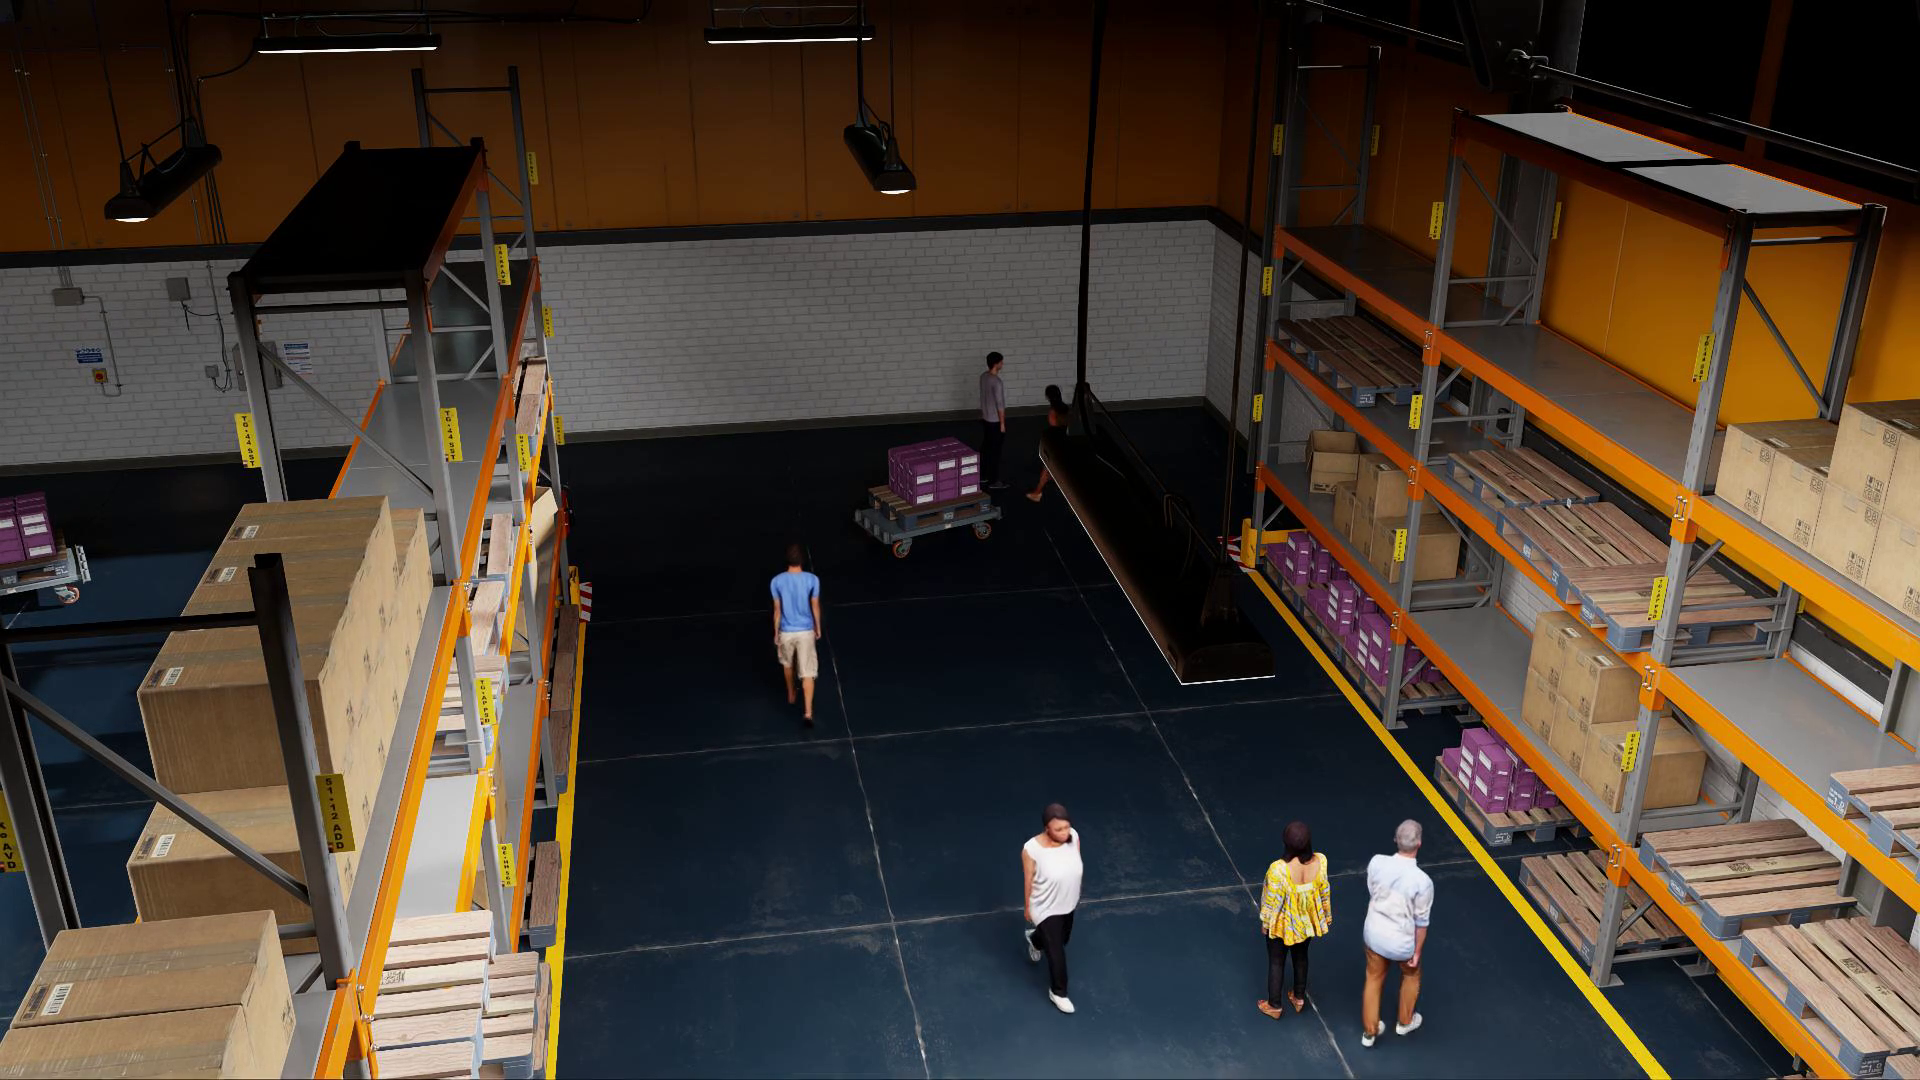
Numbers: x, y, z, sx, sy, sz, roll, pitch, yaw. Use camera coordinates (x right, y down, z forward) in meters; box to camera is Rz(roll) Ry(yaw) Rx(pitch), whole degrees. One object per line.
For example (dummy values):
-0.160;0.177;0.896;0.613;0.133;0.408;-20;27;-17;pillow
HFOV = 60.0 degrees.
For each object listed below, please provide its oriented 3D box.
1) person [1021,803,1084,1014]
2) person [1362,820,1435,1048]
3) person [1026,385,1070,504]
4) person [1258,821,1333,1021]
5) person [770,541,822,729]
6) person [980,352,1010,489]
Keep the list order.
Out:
0.689;2.682;12.472;0.900;1.667;1.063;-16;28;-32;person
3.050;2.868;11.881;0.877;1.800;0.937;18;29;35;person
1.360;-1.136;21.260;1.184;1.624;1.113;18;29;35;person
2.437;2.793;12.233;0.781;1.655;0.818;-9;25;-21;person
-1.585;0.944;16.237;0.714;1.837;1.209;-1;24;-3;person
0.430;-1.611;22.076;0.776;1.842;0.566;-11;26;-24;person
